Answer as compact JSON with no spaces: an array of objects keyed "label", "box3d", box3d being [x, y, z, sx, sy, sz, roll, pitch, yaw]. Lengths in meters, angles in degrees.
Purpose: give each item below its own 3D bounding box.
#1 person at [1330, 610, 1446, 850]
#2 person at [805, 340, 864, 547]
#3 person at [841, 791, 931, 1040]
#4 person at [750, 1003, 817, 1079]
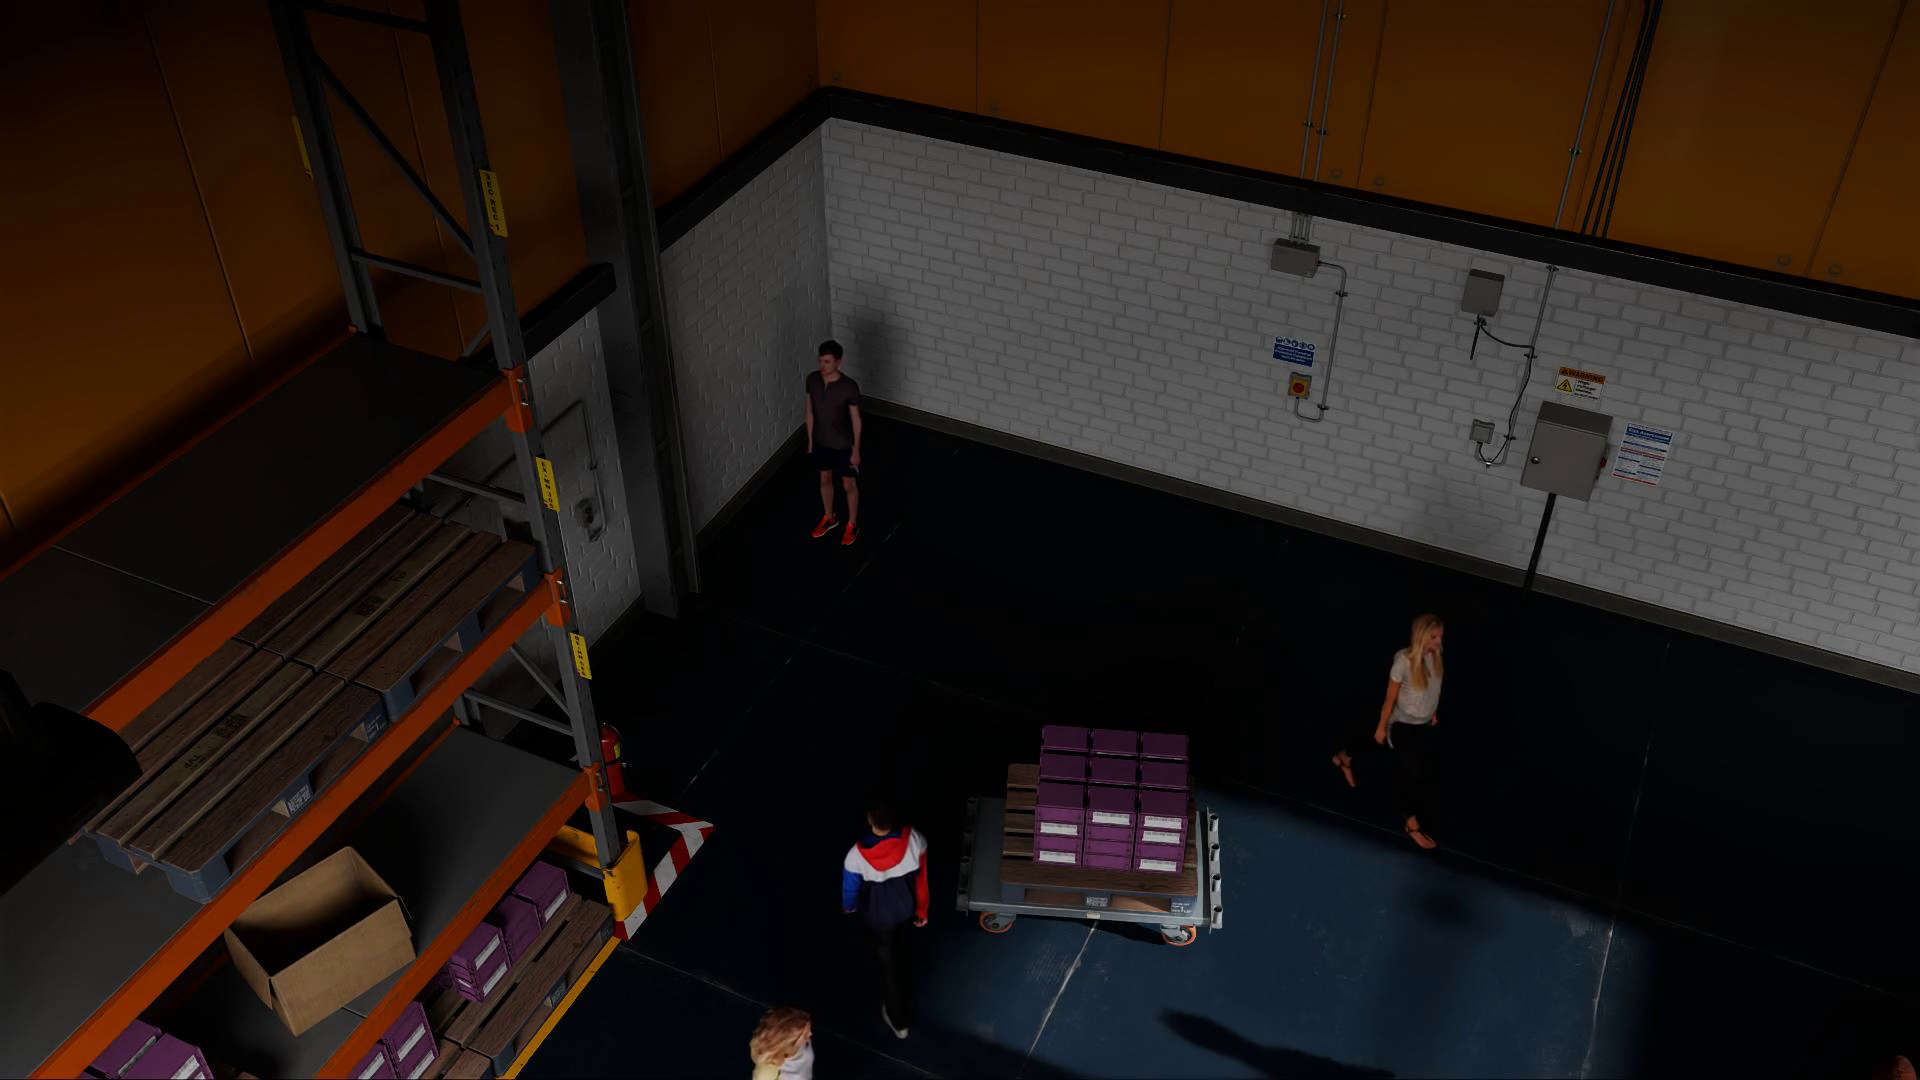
[{"label":"person","box3d":[2.828,1.127,10.848,1.180,1.789,0.999,-29,47,-31]},{"label":"person","box3d":[-0.987,-0.783,13.189,0.638,1.852,0.535,18,42,21]},{"label":"person","box3d":[-0.384,2.188,9.577,1.104,1.717,1.147,-14,41,-17]},{"label":"person","box3d":[-0.973,2.916,8.689,0.787,1.687,0.667,20,43,23]}]
